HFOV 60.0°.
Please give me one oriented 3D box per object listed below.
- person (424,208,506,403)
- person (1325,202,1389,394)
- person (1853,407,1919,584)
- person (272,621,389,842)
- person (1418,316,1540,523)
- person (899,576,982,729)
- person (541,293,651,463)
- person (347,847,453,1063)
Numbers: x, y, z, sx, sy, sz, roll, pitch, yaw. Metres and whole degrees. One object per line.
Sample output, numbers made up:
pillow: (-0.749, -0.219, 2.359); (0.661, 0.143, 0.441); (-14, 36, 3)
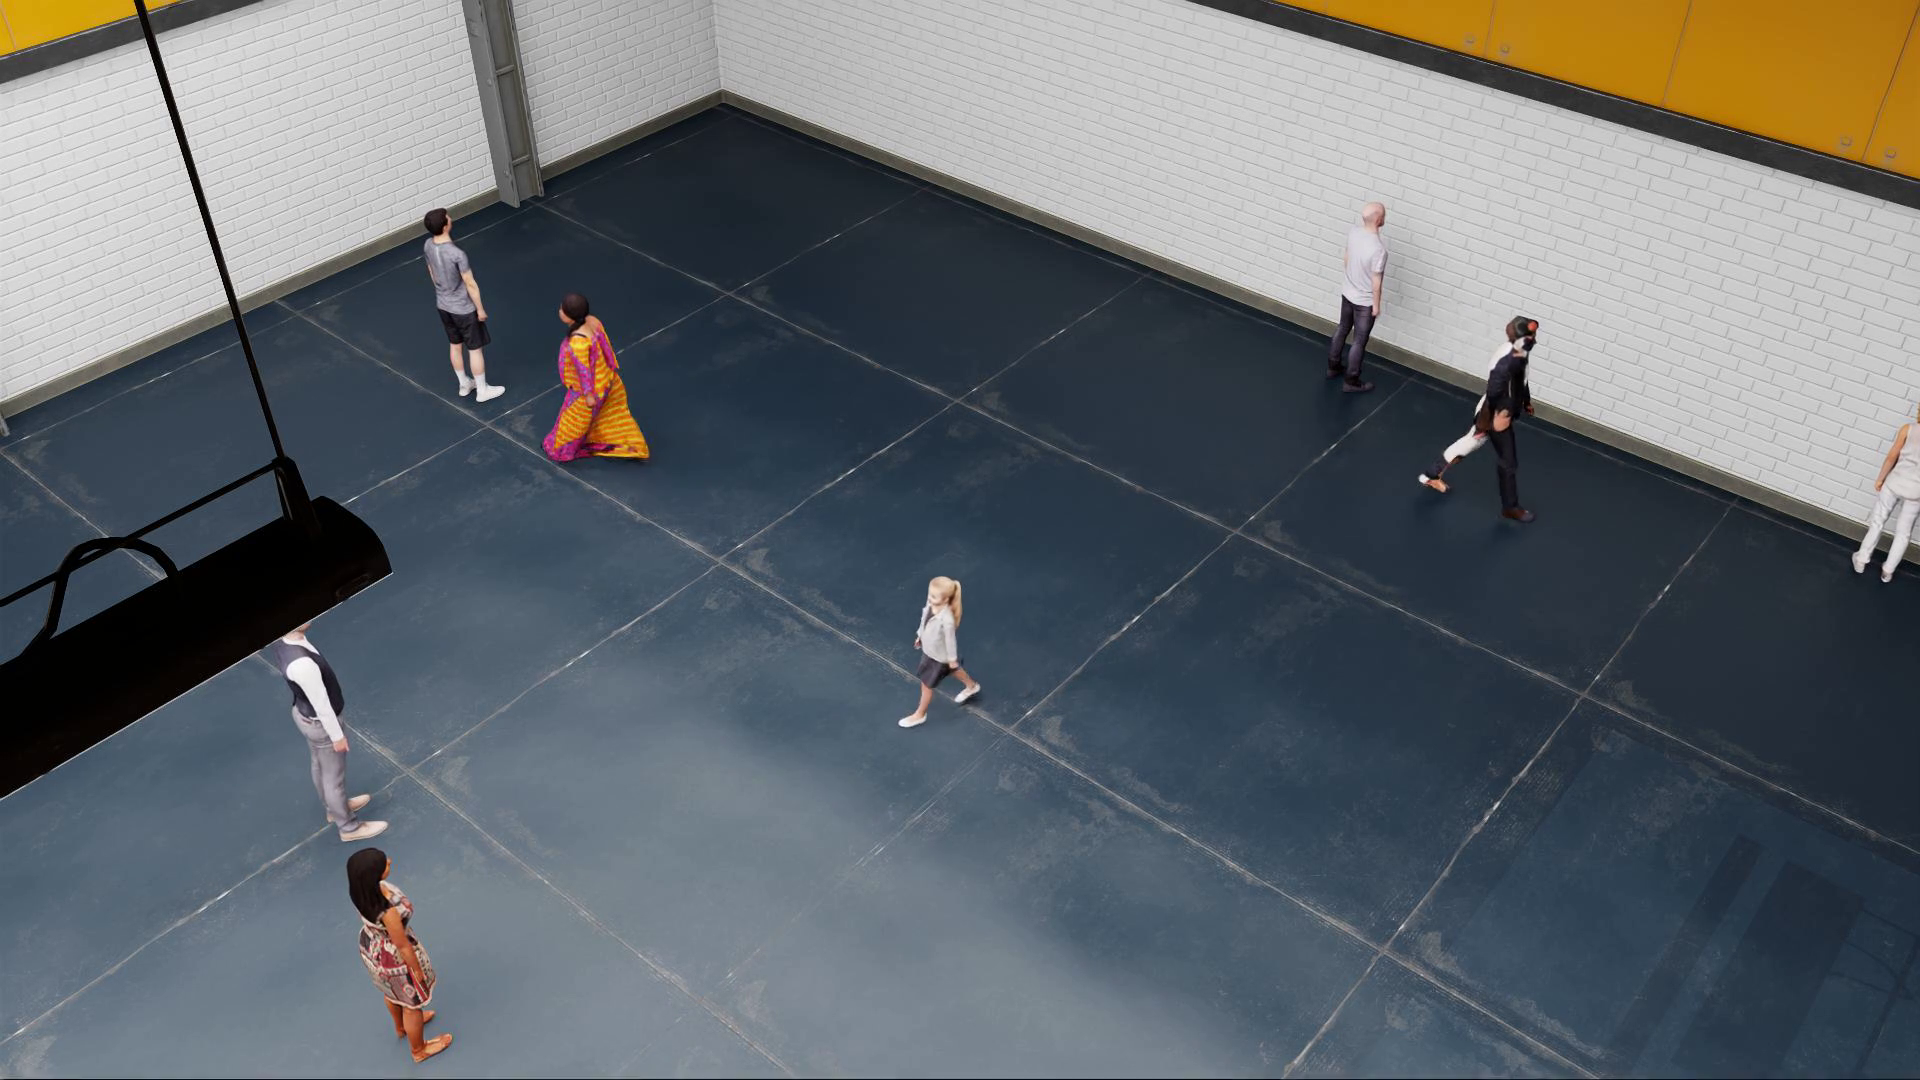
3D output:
person: (-4.451, -2.080, 14.705); (0.686, 1.871, 0.597); (21, 43, 24)
person: (3.572, -2.189, 14.873); (0.750, 1.832, 0.755); (-14, 41, -17)
person: (7.296, -0.425, 12.798); (0.627, 1.665, 0.603); (18, 42, 21)
person: (-4.106, 1.129, 10.634); (0.649, 1.938, 0.717); (-24, 44, -27)
person: (4.227, -1.014, 13.391); (0.986, 1.847, 1.256); (15, 41, 18)
person: (-0.089, 0.740, 11.672); (0.953, 1.250, 0.787); (-12, 40, -15)
person: (-3.050, -1.329, 13.948); (1.135, 1.643, 1.211); (5, 39, 6)
person: (-3.208, 2.323, 9.375); (0.658, 1.644, 0.532); (30, 48, 32)
